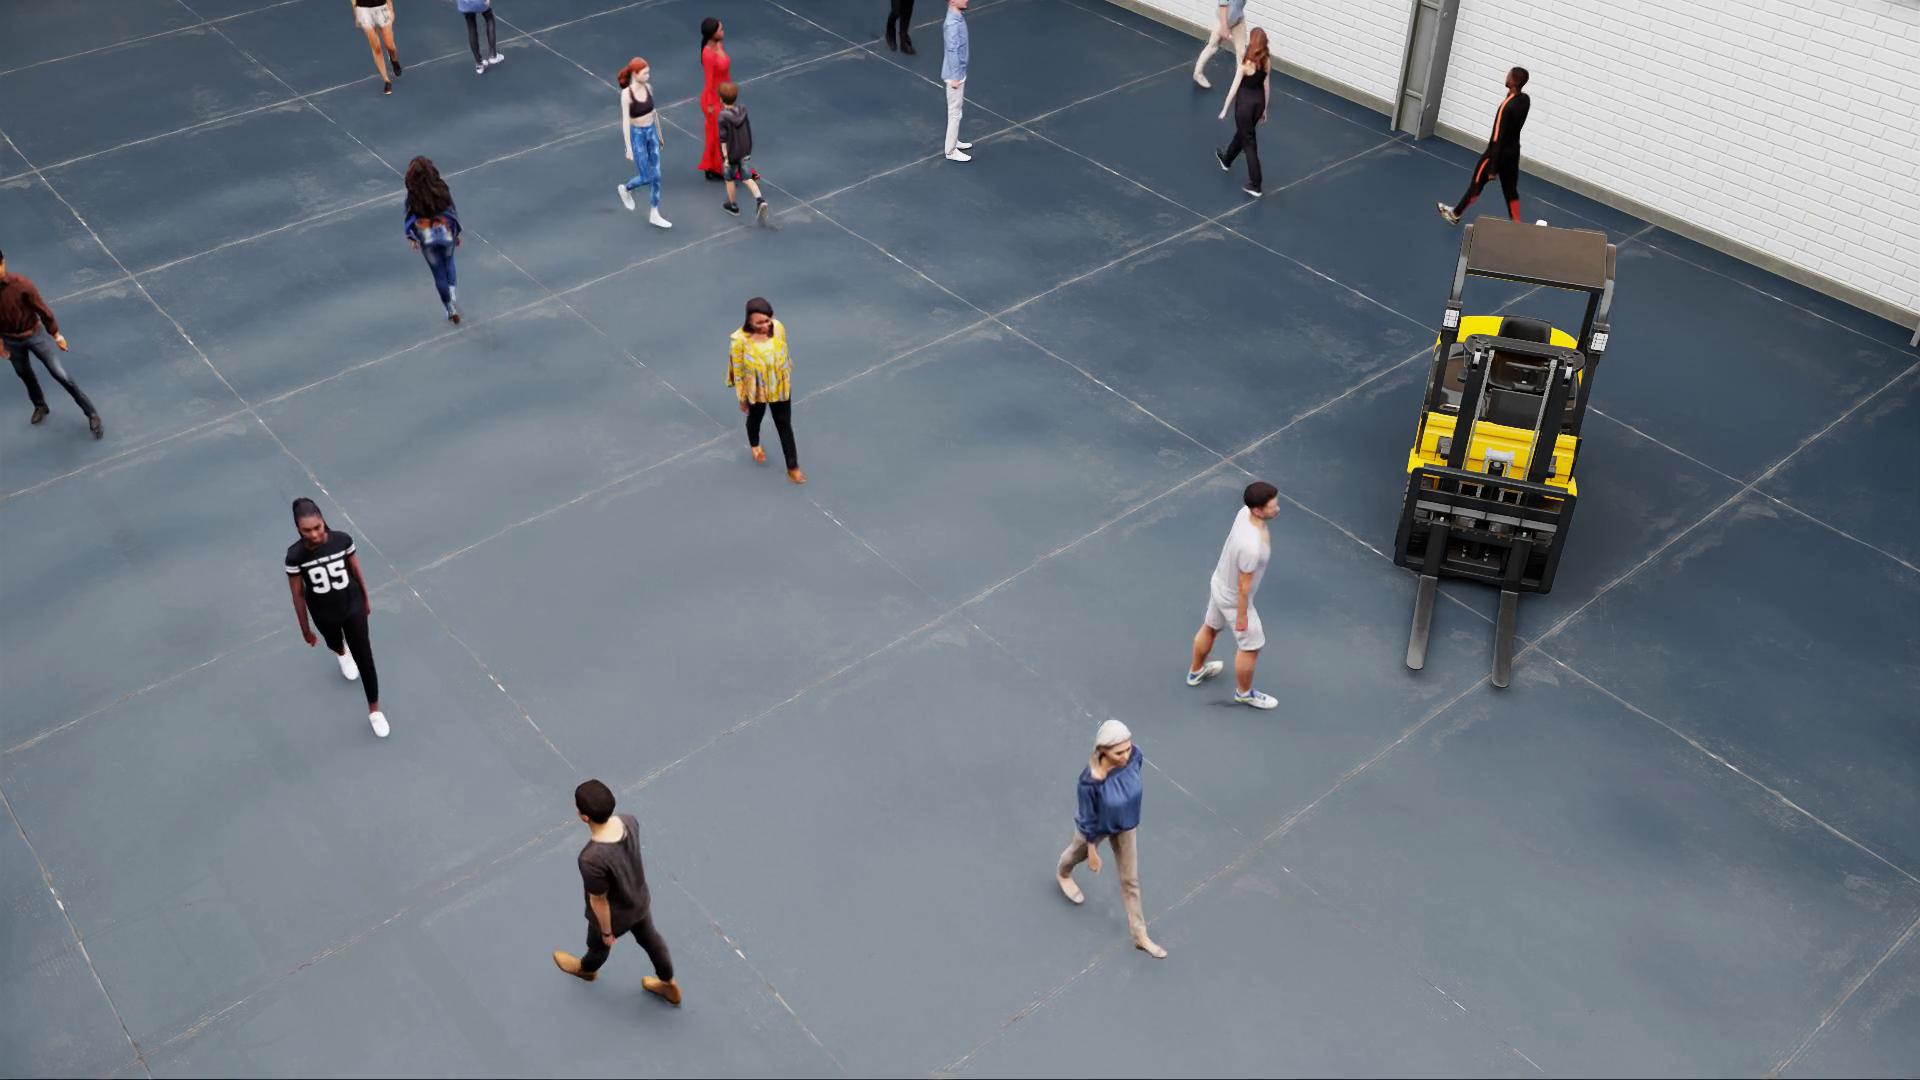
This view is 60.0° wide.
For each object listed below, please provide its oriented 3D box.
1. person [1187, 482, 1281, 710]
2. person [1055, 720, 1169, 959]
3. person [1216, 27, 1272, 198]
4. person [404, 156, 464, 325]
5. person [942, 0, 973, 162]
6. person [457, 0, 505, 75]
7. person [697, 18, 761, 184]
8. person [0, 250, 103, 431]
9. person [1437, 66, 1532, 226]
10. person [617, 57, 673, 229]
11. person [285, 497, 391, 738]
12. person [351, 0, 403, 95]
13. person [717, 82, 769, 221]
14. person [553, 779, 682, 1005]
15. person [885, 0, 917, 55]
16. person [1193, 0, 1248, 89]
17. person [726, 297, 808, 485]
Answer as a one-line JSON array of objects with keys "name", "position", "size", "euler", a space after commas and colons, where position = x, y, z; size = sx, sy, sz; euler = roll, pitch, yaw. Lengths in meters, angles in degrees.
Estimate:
[{"name": "person", "position": [1.801, 0.338, 11.162], "size": [1.001, 1.824, 0.946], "euler": [-2, 39, -2]}, {"name": "person", "position": [0.783, 1.638, 9.690], "size": [0.678, 1.640, 1.157], "euler": [-24, 44, -27]}, {"name": "person", "position": [3.041, -4.374, 17.161], "size": [0.742, 1.701, 1.140], "euler": [-20, 43, -23]}, {"name": "person", "position": [-4.739, -2.707, 15.148], "size": [0.711, 1.608, 0.726], "euler": [-20, 43, -23]}, {"name": "person", "position": [-0.049, -5.028, 17.830], "size": [0.791, 1.887, 0.718], "euler": [1, 39, 2]}, {"name": "person", "position": [-5.794, -6.394, 19.615], "size": [0.815, 1.795, 0.875], "euler": [3, 39, 3]}, {"name": "person", "position": [-2.620, -4.565, 17.358], "size": [1.047, 1.765, 0.982], "euler": [4, 39, 5]}, {"name": "person", "position": [-7.684, -1.667, 13.739], "size": [0.956, 1.741, 0.976], "euler": [-3, 39, -4]}, {"name": "person", "position": [5.388, -3.708, 16.284], "size": [0.673, 1.756, 1.177], "euler": [-26, 45, -29]}, {"name": "person", "position": [-3.222, -3.968, 16.607], "size": [0.949, 1.768, 0.761], "euler": [22, 43, 25]}, {"name": "person", "position": [-4.199, 0.436, 11.147], "size": [0.779, 1.689, 1.223], "euler": [-19, 42, -22]}, {"name": "person", "position": [-6.807, -6.162, 19.293], "size": [0.777, 1.835, 0.895], "euler": [-8, 39, -10]}, {"name": "person", "position": [-2.220, -3.881, 16.762], "size": [0.562, 1.429, 0.874], "euler": [-30, 48, -32]}, {"name": "person", "position": [-1.822, 2.008, 9.190], "size": [1.094, 1.675, 0.843], "euler": [19, 42, 22]}, {"name": "person", "position": [-0.749, -6.795, 20.139], "size": [0.633, 1.769, 0.693], "euler": [-24, 44, -27]}, {"name": "person", "position": [3.021, -5.993, 19.111], "size": [0.700, 1.797, 1.226], "euler": [-30, 48, -32]}, {"name": "person", "position": [-1.607, -1.214, 13.323], "size": [0.800, 1.552, 1.079], "euler": [-21, 43, -24]}]
